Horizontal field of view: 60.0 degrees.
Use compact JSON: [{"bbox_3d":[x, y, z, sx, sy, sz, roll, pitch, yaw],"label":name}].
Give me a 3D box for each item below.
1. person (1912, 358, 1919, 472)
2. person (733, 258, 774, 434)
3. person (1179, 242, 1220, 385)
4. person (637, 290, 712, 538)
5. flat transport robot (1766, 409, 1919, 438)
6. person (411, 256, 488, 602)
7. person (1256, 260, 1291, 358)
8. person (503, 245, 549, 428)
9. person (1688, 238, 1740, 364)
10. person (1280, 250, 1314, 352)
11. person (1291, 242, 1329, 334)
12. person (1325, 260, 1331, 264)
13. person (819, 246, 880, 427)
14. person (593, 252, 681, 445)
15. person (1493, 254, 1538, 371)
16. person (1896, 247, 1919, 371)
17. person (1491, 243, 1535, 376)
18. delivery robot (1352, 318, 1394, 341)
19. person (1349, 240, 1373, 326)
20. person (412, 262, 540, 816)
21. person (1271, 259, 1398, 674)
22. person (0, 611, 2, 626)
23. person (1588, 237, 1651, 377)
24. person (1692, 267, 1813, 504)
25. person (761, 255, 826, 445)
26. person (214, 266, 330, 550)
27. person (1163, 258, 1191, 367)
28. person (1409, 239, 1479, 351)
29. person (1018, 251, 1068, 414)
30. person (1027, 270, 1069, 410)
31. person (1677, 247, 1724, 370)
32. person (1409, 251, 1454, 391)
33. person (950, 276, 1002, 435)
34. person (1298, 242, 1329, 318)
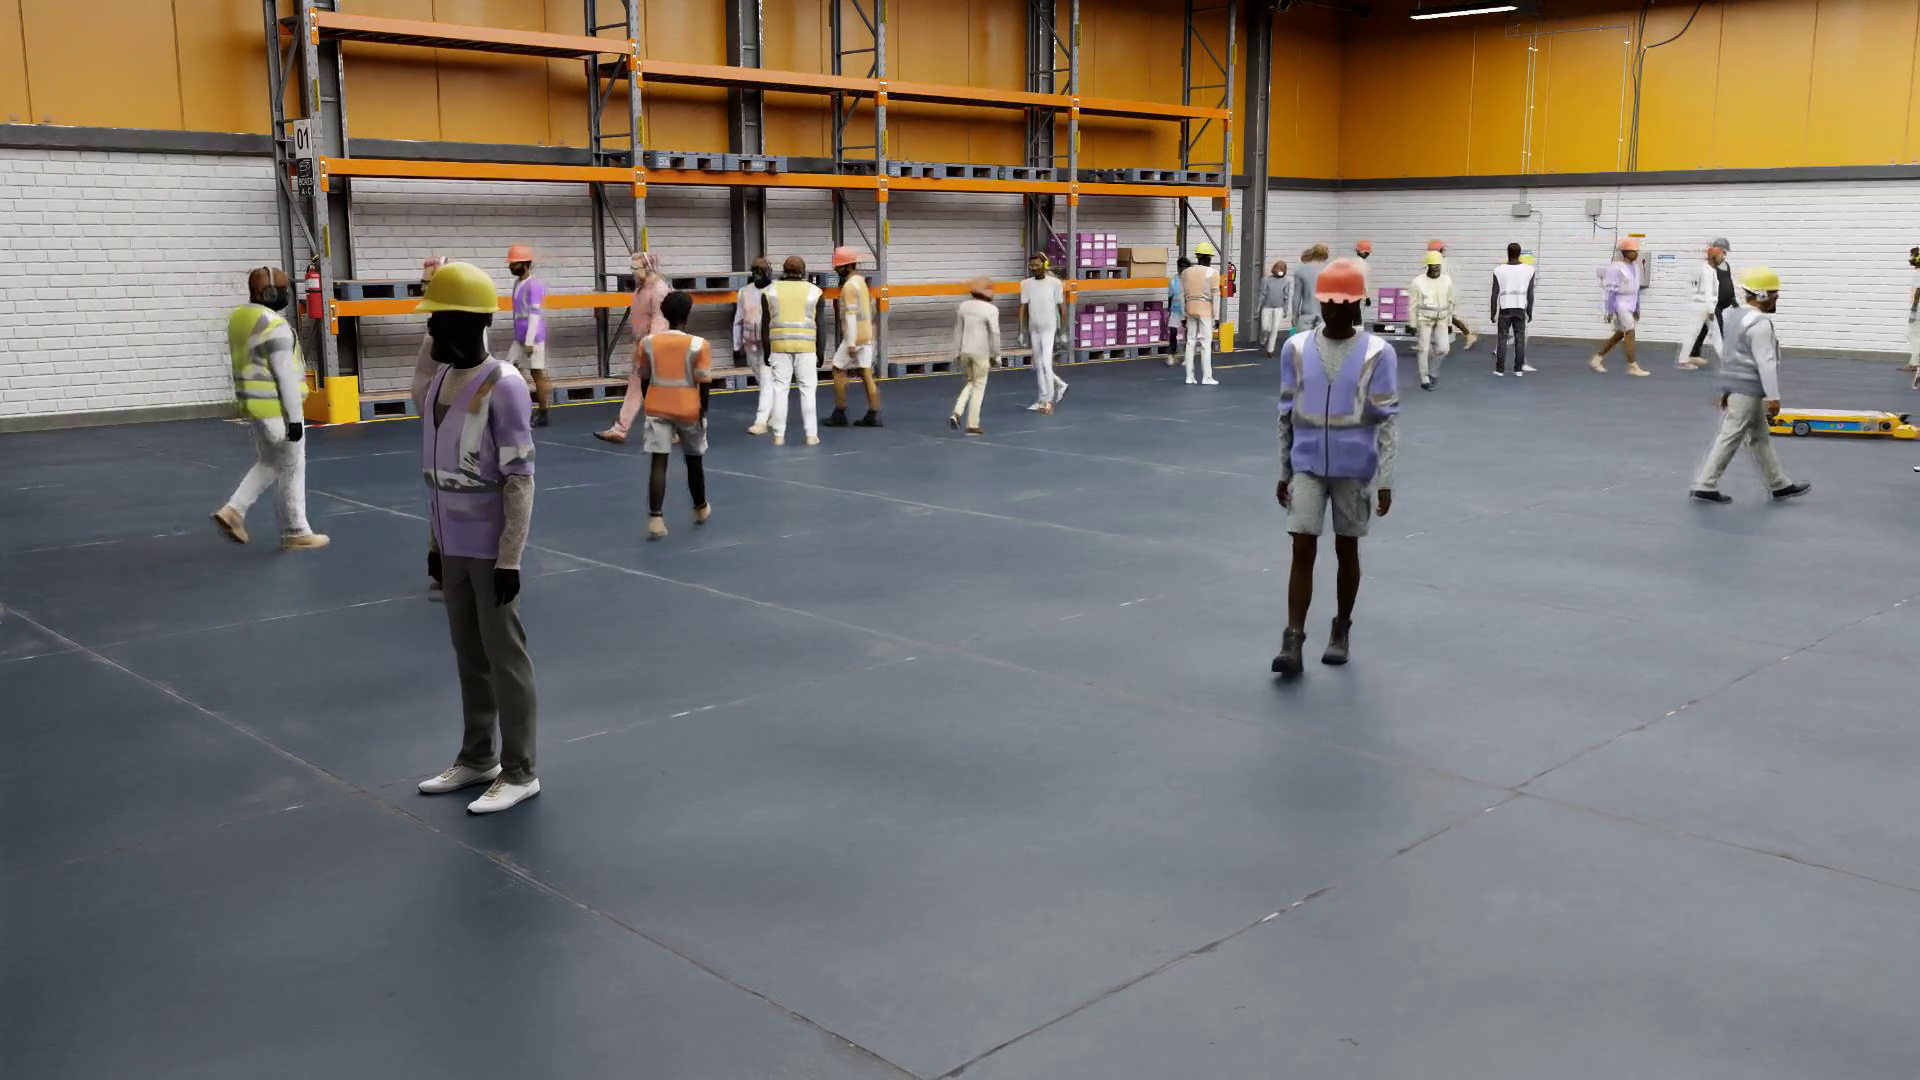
[{"bbox_3d":[8.402,-1.415,14.129,0.692,1.706,0.547,0,10,1],"label":"person"},{"bbox_3d":[-2.029,-2.029,17.282,0.646,1.801,0.962,4,11,19],"label":"person"},{"bbox_3d":[3.257,-3.057,22.530,0.589,1.924,0.384,8,13,36],"label":"person"},{"bbox_3d":[-1.930,-0.862,11.310,0.548,1.646,0.897,1,10,5],"label":"person"},{"bbox_3d":[8.886,-1.200,16.917,1.431,0.197,0.652,4,11,20],"label":"flat transport robot"},{"bbox_3d":[-2.834,-0.615,9.266,0.406,1.906,0.646,-1,10,-7],"label":"person"},{"bbox_3d":[5.172,-3.827,27.559,0.566,1.610,0.454,-1,10,-3],"label":"person"},{"bbox_3d":[-4.599,-2.112,17.383,0.606,1.917,0.580,-8,13,-37],"label":"person"},{"bbox_3d":[11.824,-3.728,25.872,0.703,2.000,1.039,-10,14,-42],"label":"person"},{"bbox_3d":[5.762,-3.931,27.695,0.564,1.778,0.981,-4,11,-19],"label":"person"},{"bbox_3d":[4.814,-3.052,22.499,0.663,1.923,0.445,1,10,8],"label":"person"},{"bbox_3d":[6.007,-3.839,27.662,0.524,1.614,0.644,-3,11,-17],"label":"person"},{"bbox_3d":[-1.195,-2.129,17.541,0.774,1.894,0.610,4,11,19],"label":"person"},{"bbox_3d":[-3.037,-1.811,15.900,0.971,1.855,0.674,-7,12,-33],"label":"person"},{"bbox_3d":[8.376,-3.410,24.936,0.595,1.753,0.535,5,12,26],"label":"person"},{"bbox_3d":[14.286,-3.411,24.699,0.487,1.849,0.516,6,12,28],"label":"person"},{"bbox_3d":[7.961,-3.313,23.972,0.605,1.915,0.409,2,11,10],"label":"person"},{"bbox_3d":[7.279,-3.672,29.364,0.707,0.478,0.477,0,10,1],"label":"delivery robot"},{"bbox_3d":[7.028,-4.377,29.723,0.930,1.935,0.607,-2,11,-11],"label":"person"},{"bbox_3d":[-1.711,-0.005,5.872,0.588,1.930,0.359,10,14,43],"label":"person"},{"bbox_3d":[1.712,-0.324,7.674,0.560,1.925,0.646,4,11,23],"label":"person"},{"bbox_3d":[-5.238,-0.446,8.399,0.700,1.917,0.428,2,11,12],"label":"person"},{"bbox_3d":[9.568,-3.374,24.060,0.618,2.005,1.003,-8,13,-38],"label":"person"},{"bbox_3d":[5.998,-1.143,12.488,0.904,1.780,0.607,2,11,11],"label":"person"},{"bbox_3d":[-1.611,-1.835,16.140,0.632,1.835,0.432,-1,10,-3],"label":"person"},{"bbox_3d":[-4.398,-0.818,10.577,0.645,1.830,0.578,9,14,40],"label":"person"},{"bbox_3d":[3.376,-3.468,25.441,0.553,1.663,0.769,5,11,24],"label":"person"},{"bbox_3d":[8.510,-4.281,29.078,1.101,1.978,0.634,3,11,18],"label":"person"},{"bbox_3d":[0.913,-2.342,18.871,0.527,1.833,0.765,4,11,22],"label":"person"},{"bbox_3d":[1.027,-2.321,19.321,0.532,1.624,0.526,-5,12,-26],"label":"person"},{"bbox_3d":[11.322,-3.459,24.977,0.974,1.823,0.614,6,12,29],"label":"person"},{"bbox_3d":[6.148,-2.850,21.686,0.623,1.818,0.431,-1,10,-7],"label":"person"},{"bbox_3d":[0.183,-1.867,16.884,0.524,1.613,0.353,10,14,44],"label":"person"},{"bbox_3d":[5.218,-3.368,24.235,0.558,1.920,0.458,2,11,10],"label":"person"}]
